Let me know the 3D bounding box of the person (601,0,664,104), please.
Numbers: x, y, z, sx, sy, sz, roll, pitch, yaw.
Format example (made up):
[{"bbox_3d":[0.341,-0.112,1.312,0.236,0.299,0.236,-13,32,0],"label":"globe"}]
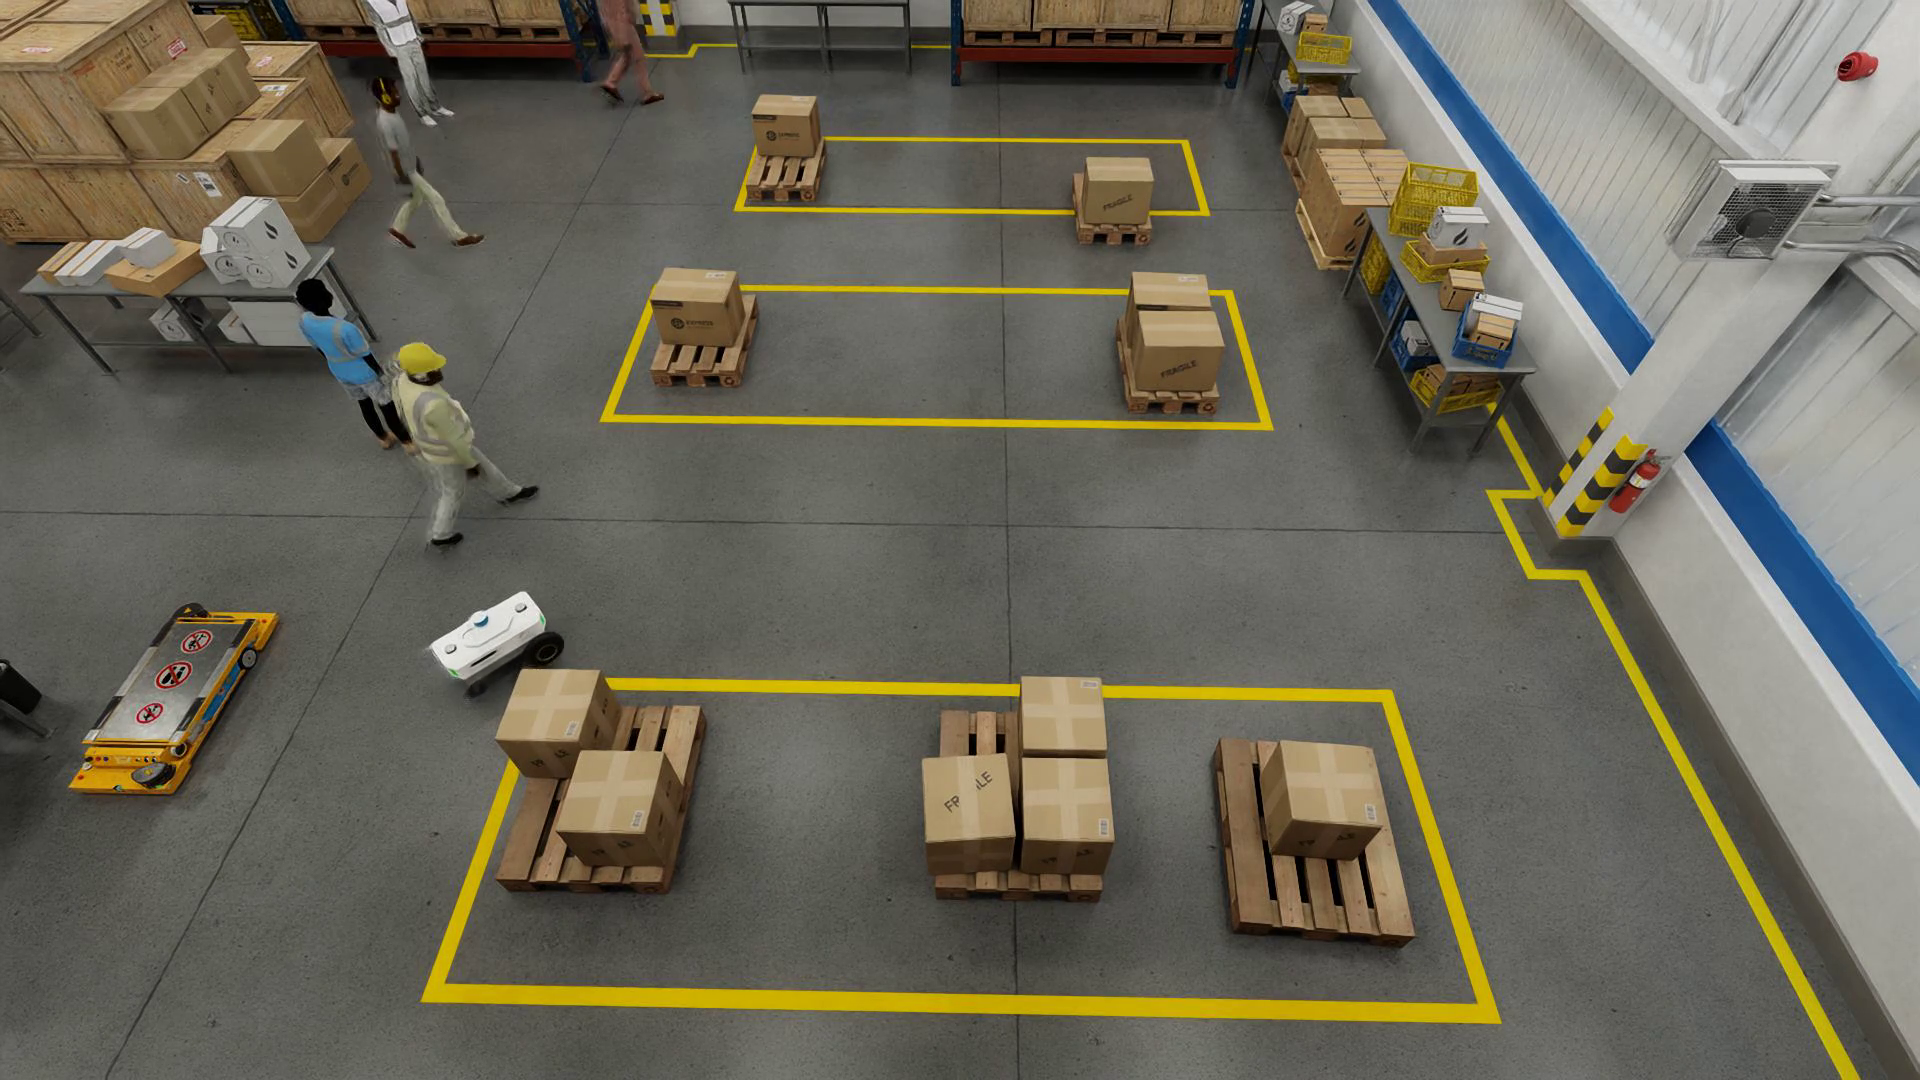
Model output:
[{"bbox_3d":[-4.429,-6.622,11.901,0.650,1.887,0.652,-27,55,-21],"label":"person"}]

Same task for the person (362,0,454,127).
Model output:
[{"bbox_3d":[-7.041,-6.288,11.599,0.383,1.916,0.591,17,52,14],"label":"person"}]

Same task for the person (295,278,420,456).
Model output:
[{"bbox_3d":[-4.988,-1.407,7.611,0.540,1.695,0.317,14,51,12],"label":"person"}]

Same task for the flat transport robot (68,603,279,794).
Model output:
[{"bbox_3d":[-5.504,1.072,6.442,0.652,0.197,1.431,1,50,1],"label":"flat transport robot"}]

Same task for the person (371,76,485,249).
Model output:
[{"bbox_3d":[-5.868,-3.897,9.645,0.918,1.824,0.582,-14,51,-11],"label":"person"}]

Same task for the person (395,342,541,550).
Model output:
[{"bbox_3d":[-3.957,-0.712,6.975,0.926,1.783,0.635,-31,56,-24],"label":"person"}]

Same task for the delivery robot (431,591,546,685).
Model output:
[{"bbox_3d":[-3.335,0.686,6.524,0.707,0.478,0.477,-35,58,-26],"label":"delivery robot"}]
